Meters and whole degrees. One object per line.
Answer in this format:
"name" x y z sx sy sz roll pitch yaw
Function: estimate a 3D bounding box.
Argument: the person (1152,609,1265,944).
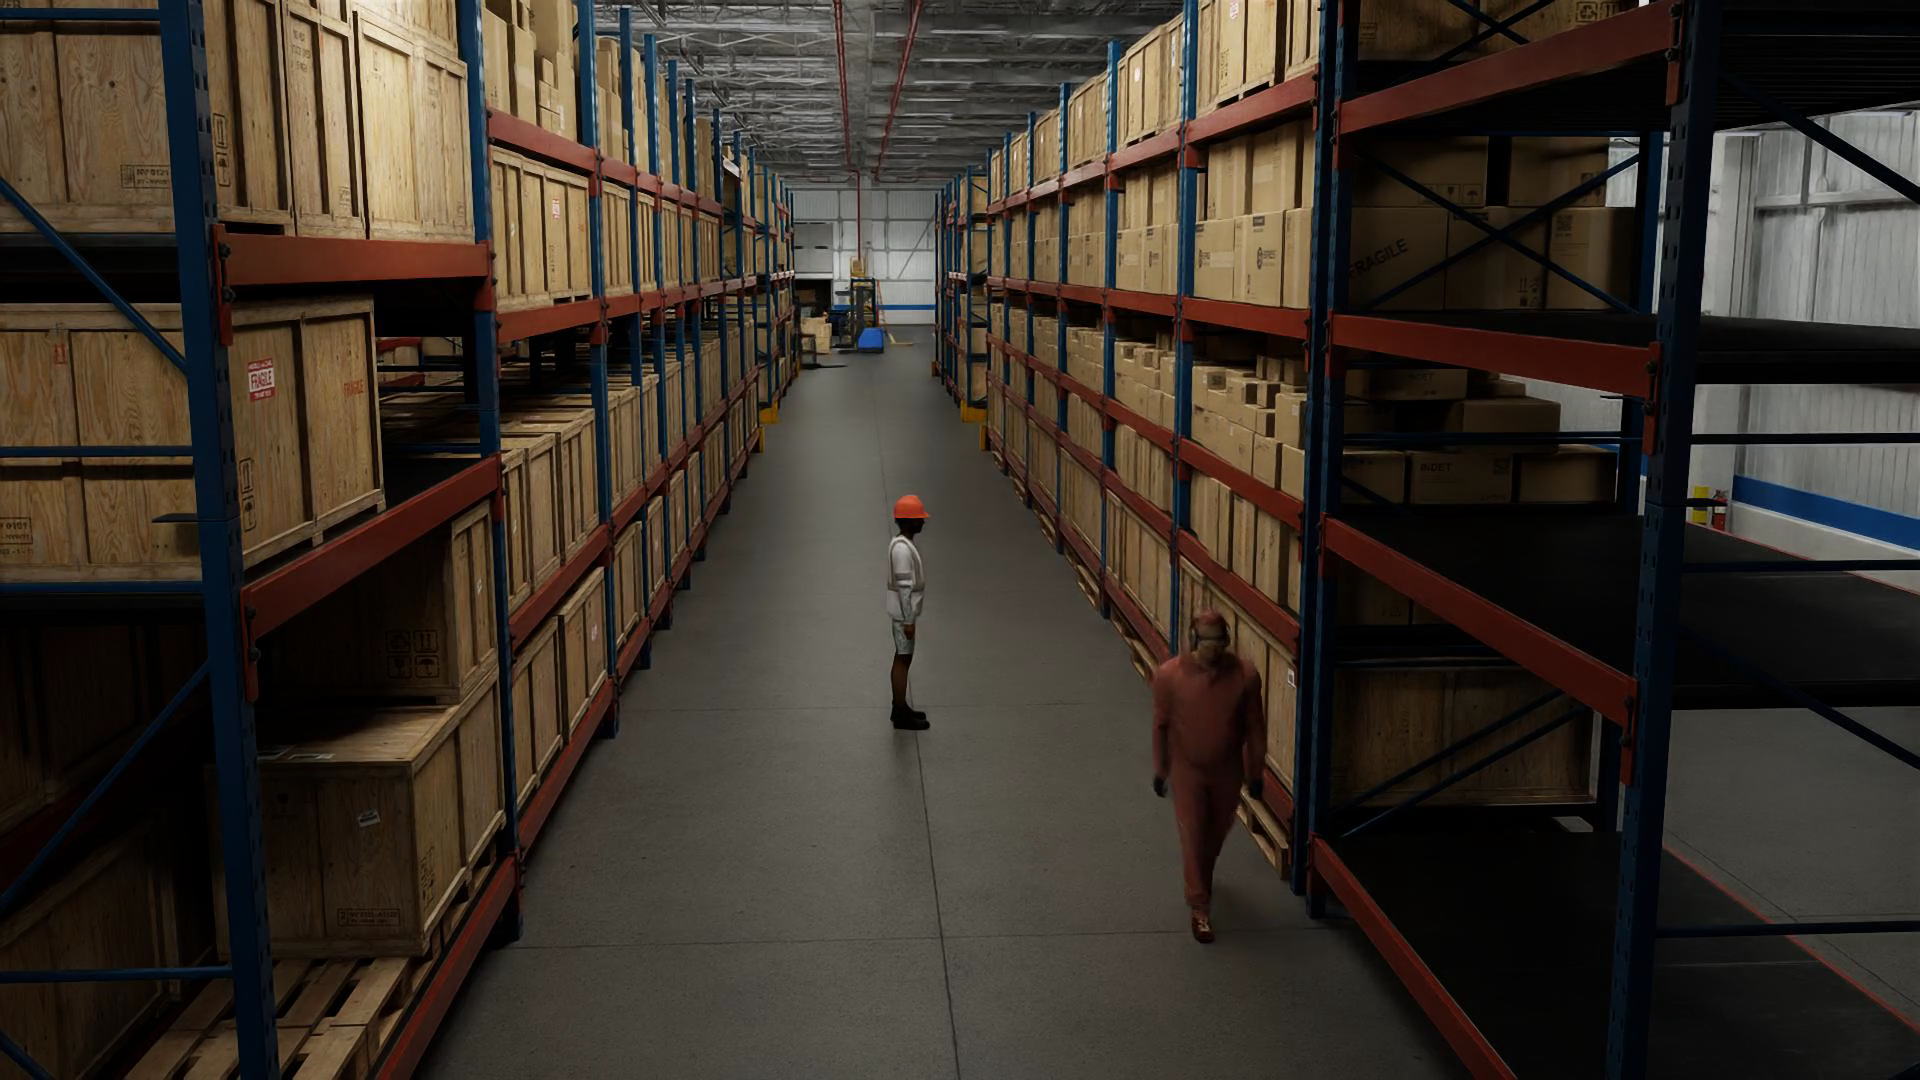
"person" 1.439 1.300 9.711 0.651 1.879 0.892 -1 10 -4

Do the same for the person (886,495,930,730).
"person" -0.427 0.592 13.742 0.360 1.939 0.543 -1 10 -5

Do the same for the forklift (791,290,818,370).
"forklift" -6.005 -7.438 58.899 1.873 2.768 1.129 -1 10 -6

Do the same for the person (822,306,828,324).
"person" -6.591 -10.586 81.260 0.322 1.690 0.532 -4 10 -21

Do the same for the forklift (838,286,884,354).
"forklift" -4.123 -9.110 68.885 1.873 2.768 1.129 -1 10 -3

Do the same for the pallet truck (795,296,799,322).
"pallet truck" -8.622 -12.439 91.403 1.885 1.965 0.823 2 10 13
